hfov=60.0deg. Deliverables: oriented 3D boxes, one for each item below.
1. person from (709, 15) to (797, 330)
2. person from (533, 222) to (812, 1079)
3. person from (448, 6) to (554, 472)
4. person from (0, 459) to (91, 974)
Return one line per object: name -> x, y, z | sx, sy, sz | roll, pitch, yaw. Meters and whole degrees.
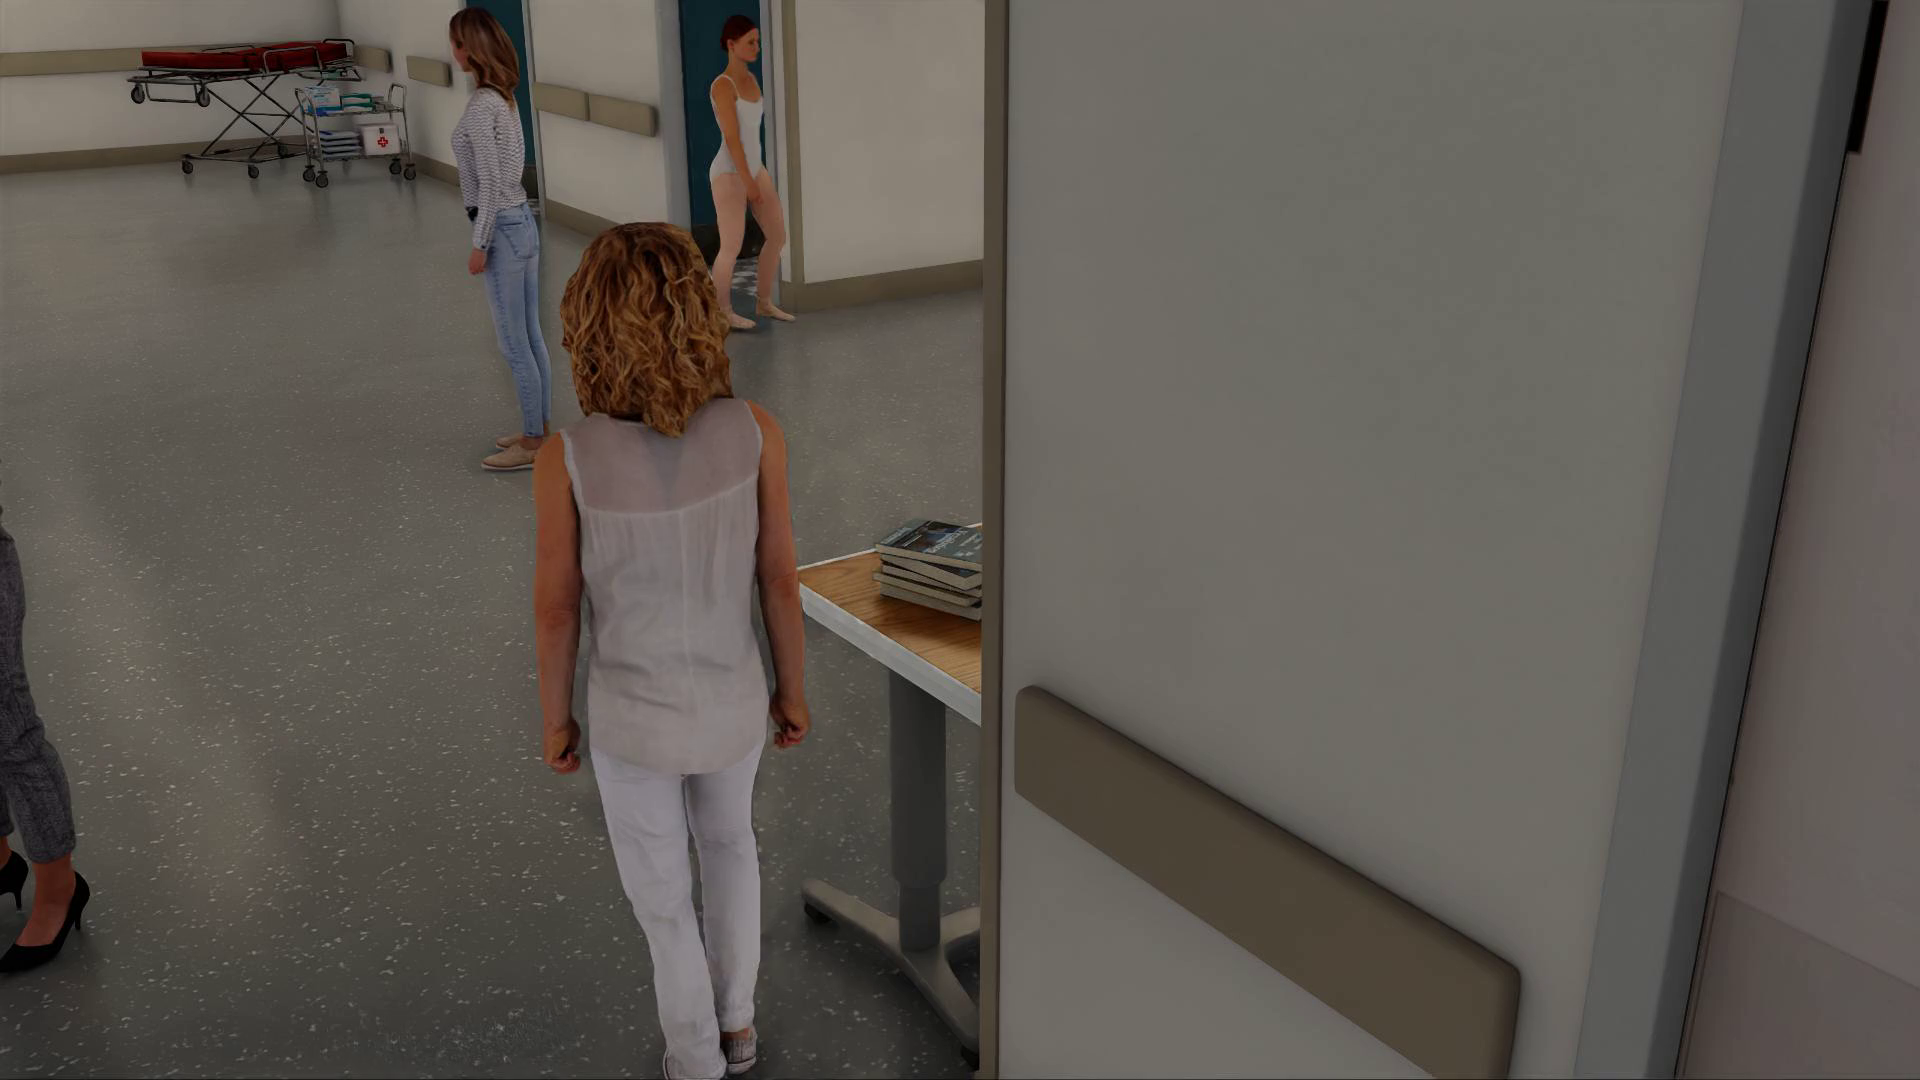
person -> -1.229, -1.890, 8.696 | 0.751, 1.624, 0.700 | 7, 22, 19
person -> -0.464, 0.311, 2.831 | 0.662, 1.663, 0.636 | -9, 22, -22
person -> -1.786, -1.162, 6.536 | 0.724, 1.793, 0.632 | 1, 21, 2
person -> -2.078, 0.087, 3.398 | 0.658, 1.679, 0.768 | 12, 24, 28
